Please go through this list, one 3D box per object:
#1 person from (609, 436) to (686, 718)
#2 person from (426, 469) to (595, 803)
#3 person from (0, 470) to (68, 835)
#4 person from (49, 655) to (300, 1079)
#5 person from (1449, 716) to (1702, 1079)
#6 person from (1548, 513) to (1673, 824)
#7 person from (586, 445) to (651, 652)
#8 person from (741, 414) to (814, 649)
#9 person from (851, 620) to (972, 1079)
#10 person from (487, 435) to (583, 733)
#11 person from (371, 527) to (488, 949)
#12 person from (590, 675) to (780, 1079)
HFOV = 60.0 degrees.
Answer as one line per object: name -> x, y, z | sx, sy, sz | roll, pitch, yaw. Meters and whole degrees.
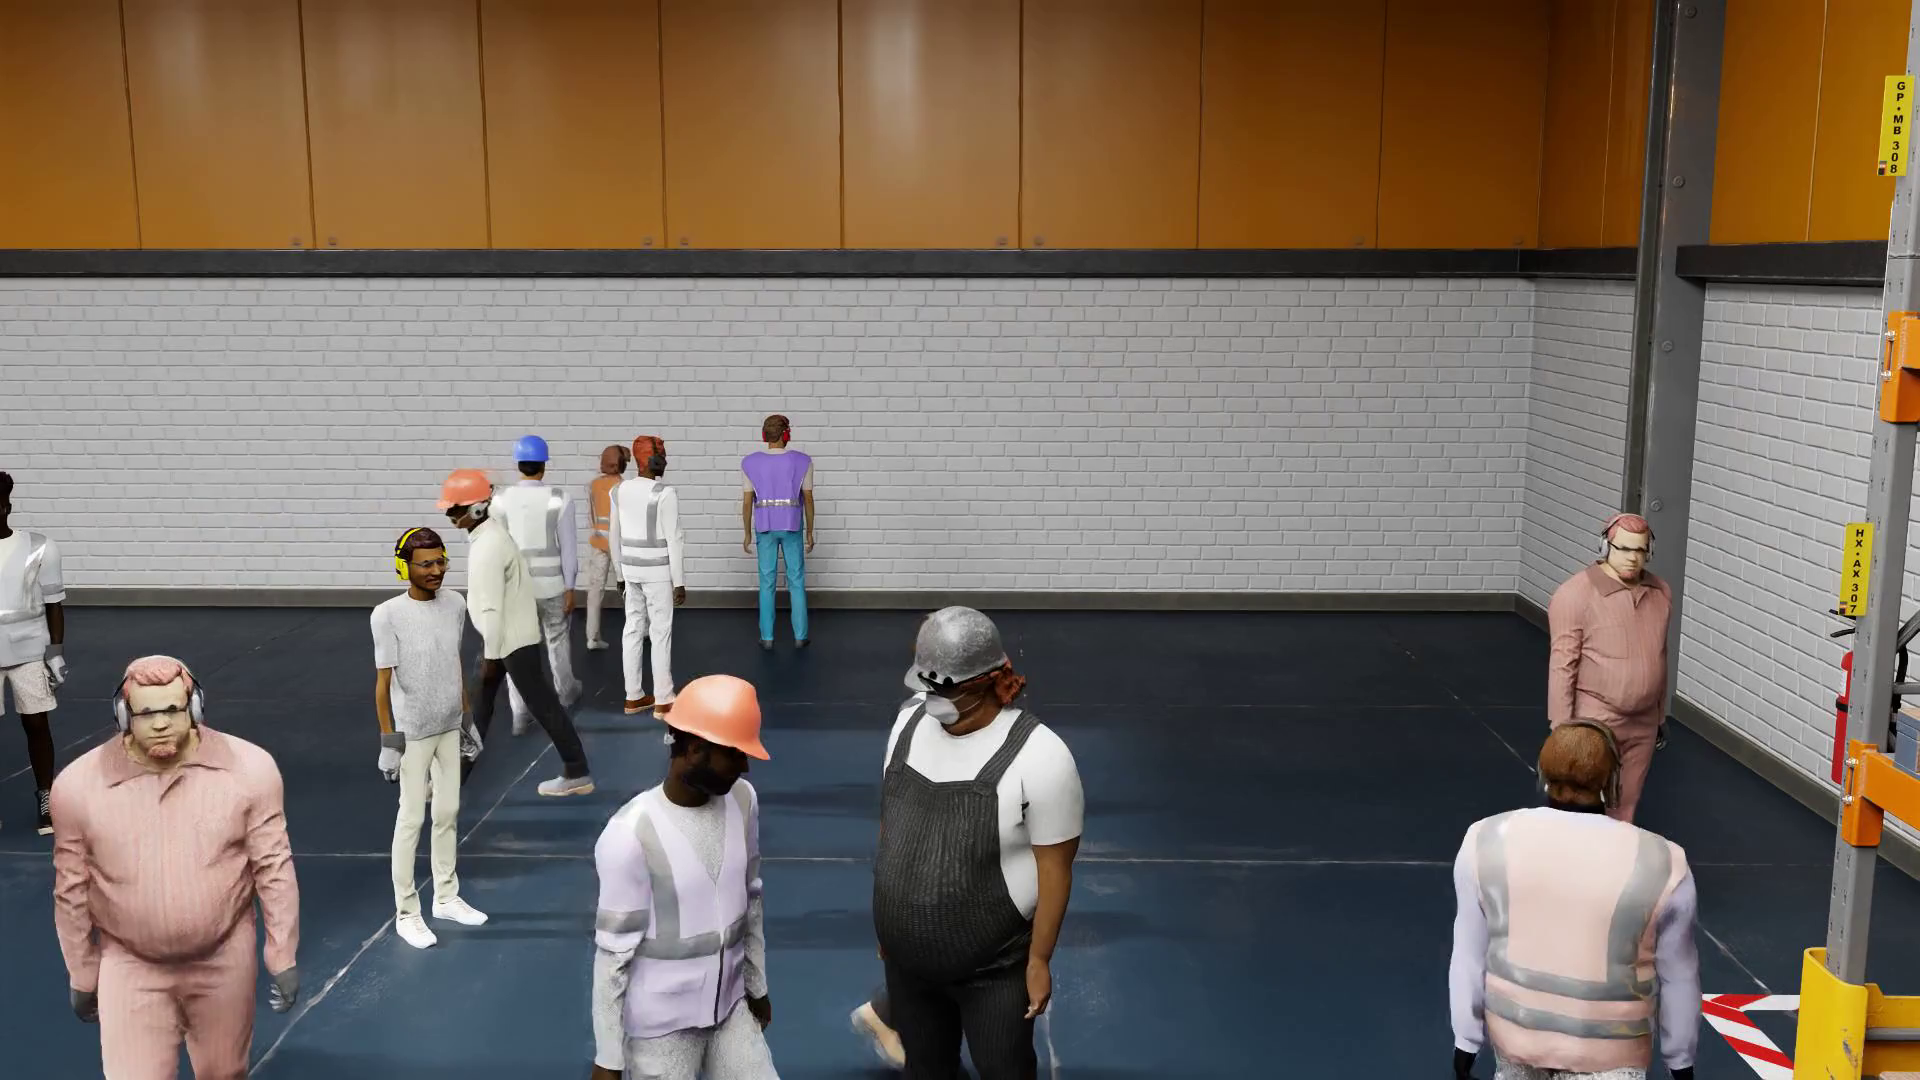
person -> -2.069, 0.244, 11.079 | 0.584, 1.881, 0.337 | 6, 11, 30
person -> -2.544, 0.549, 9.198 | 1.051, 1.913, 0.608 | -4, 10, -23
person -> -5.019, 0.594, 8.732 | 0.606, 1.967, 0.367 | -4, 10, -23
person -> -2.299, 1.276, 4.930 | 0.654, 1.880, 0.747 | -5, 11, -27
person -> 1.669, 1.376, 4.574 | 0.631, 1.806, 0.950 | 6, 11, 32
person -> 2.985, 0.817, 7.592 | 0.651, 1.901, 0.403 | -3, 10, -19
person -> -2.676, 0.048, 13.098 | 0.532, 1.591, 0.850 | 5, 11, 28
person -> -1.420, -0.055, 13.000 | 0.565, 1.841, 0.396 | -1, 10, -6
person -> -0.110, 1.143, 5.858 | 0.548, 1.829, 0.520 | 3, 10, 19
person -> -2.786, 0.263, 10.943 | 0.615, 1.904, 0.911 | 0, 9, 0
person -> -2.362, 0.862, 7.434 | 0.312, 1.864, 0.538 | 6, 11, 31
person -> -0.753, 1.311, 4.624 | 0.403, 1.903, 0.662 | 8, 12, 40
